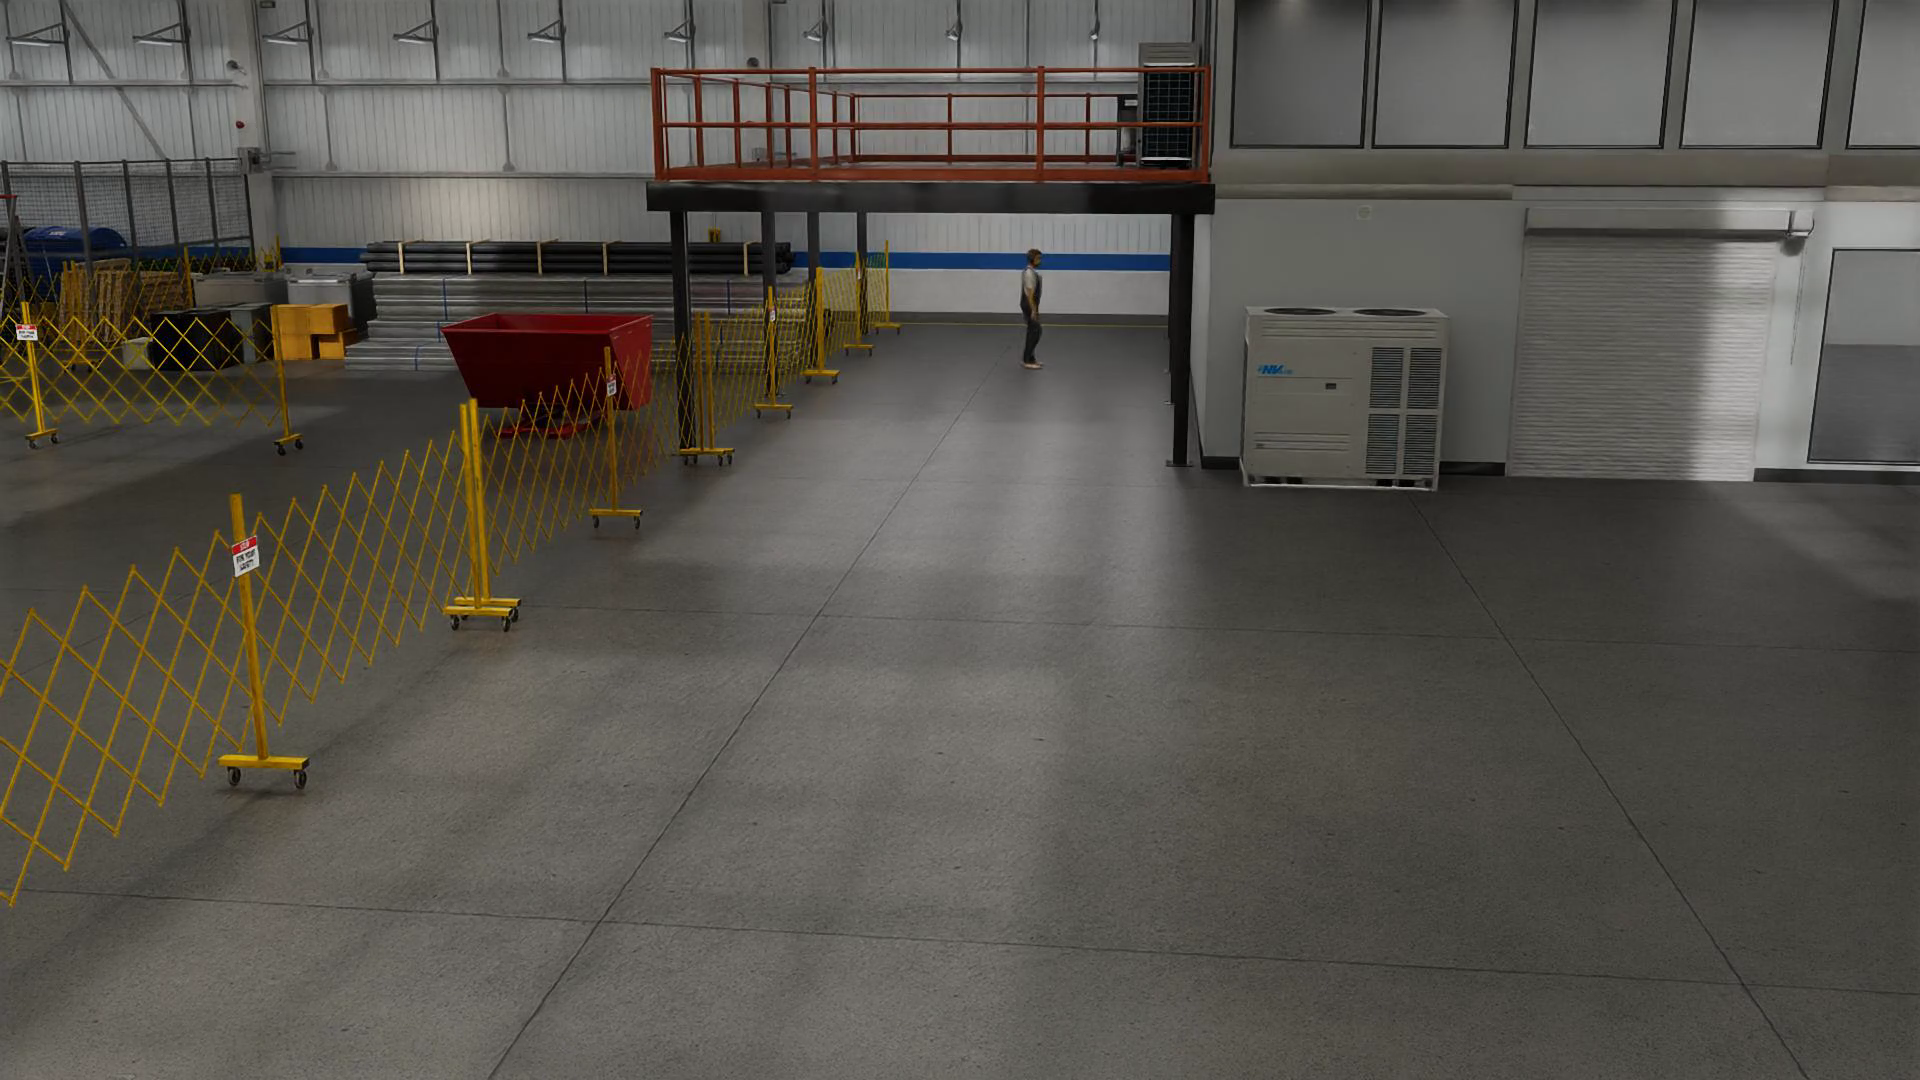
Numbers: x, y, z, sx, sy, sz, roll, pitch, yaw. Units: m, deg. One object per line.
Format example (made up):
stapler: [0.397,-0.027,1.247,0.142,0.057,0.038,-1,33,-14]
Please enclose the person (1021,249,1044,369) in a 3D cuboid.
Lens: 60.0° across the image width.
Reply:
person: [1.120,-3.519,25.388,0.362,1.822,0.634,2,14,9]
